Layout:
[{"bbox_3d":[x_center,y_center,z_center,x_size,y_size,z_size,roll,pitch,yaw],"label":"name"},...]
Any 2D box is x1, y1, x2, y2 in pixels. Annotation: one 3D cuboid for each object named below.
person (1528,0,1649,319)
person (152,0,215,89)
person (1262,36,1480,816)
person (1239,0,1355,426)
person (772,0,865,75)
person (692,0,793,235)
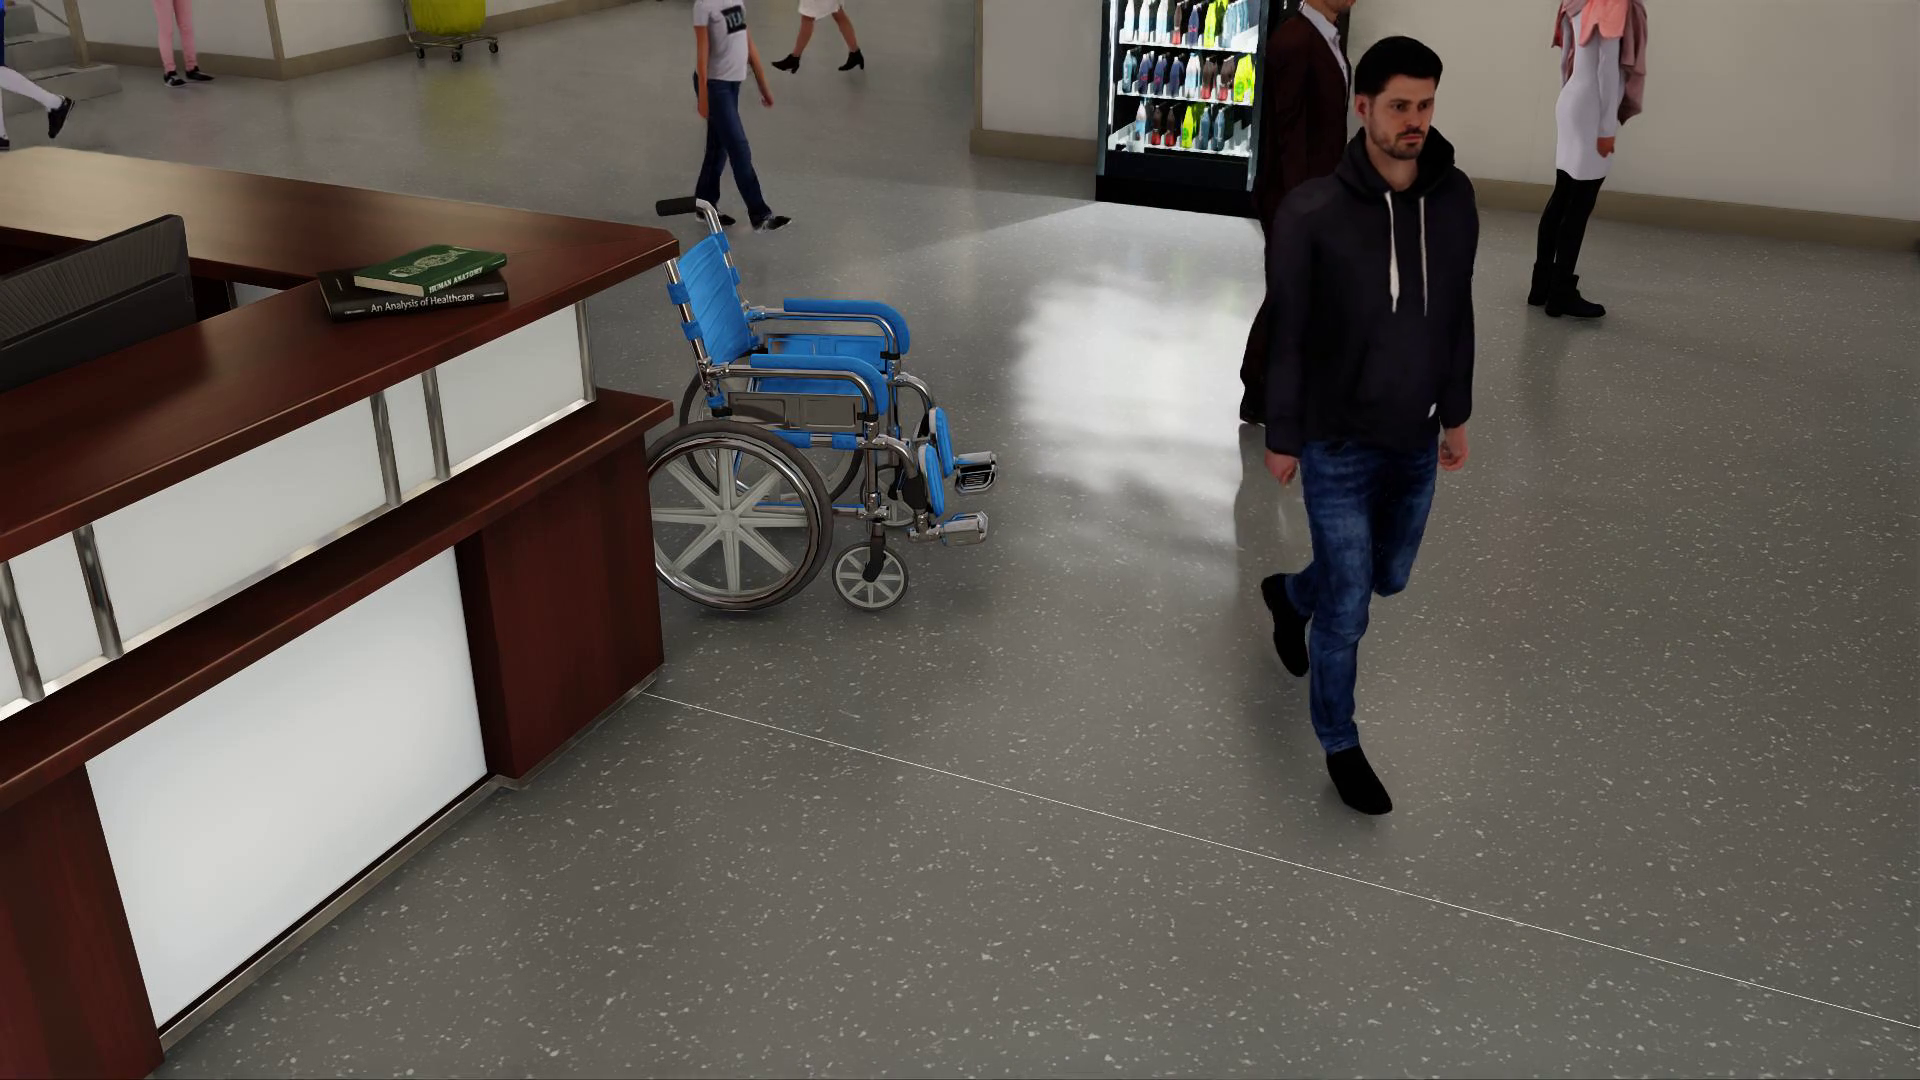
[{"bbox_3d":[2.863,-1.927,7.602,0.751,1.804,0.731,-2,26,-3],"label":"person"},{"bbox_3d":[-6.108,-4.306,12.809,0.514,1.565,0.535,13,29,26],"label":"person"},{"bbox_3d":[0.984,-0.297,4.146,1.120,1.868,1.168,-8,27,-15],"label":"person"},{"bbox_3d":[1.200,-1.311,6.270,0.601,1.850,0.689,11,28,22],"label":"person"},{"bbox_3d":[-1.006,-4.444,13.157,1.053,1.511,0.917,-5,26,-11],"label":"person"},{"bbox_3d":[-1.341,-2.439,8.969,0.918,1.537,0.529,12,28,23],"label":"person"}]
